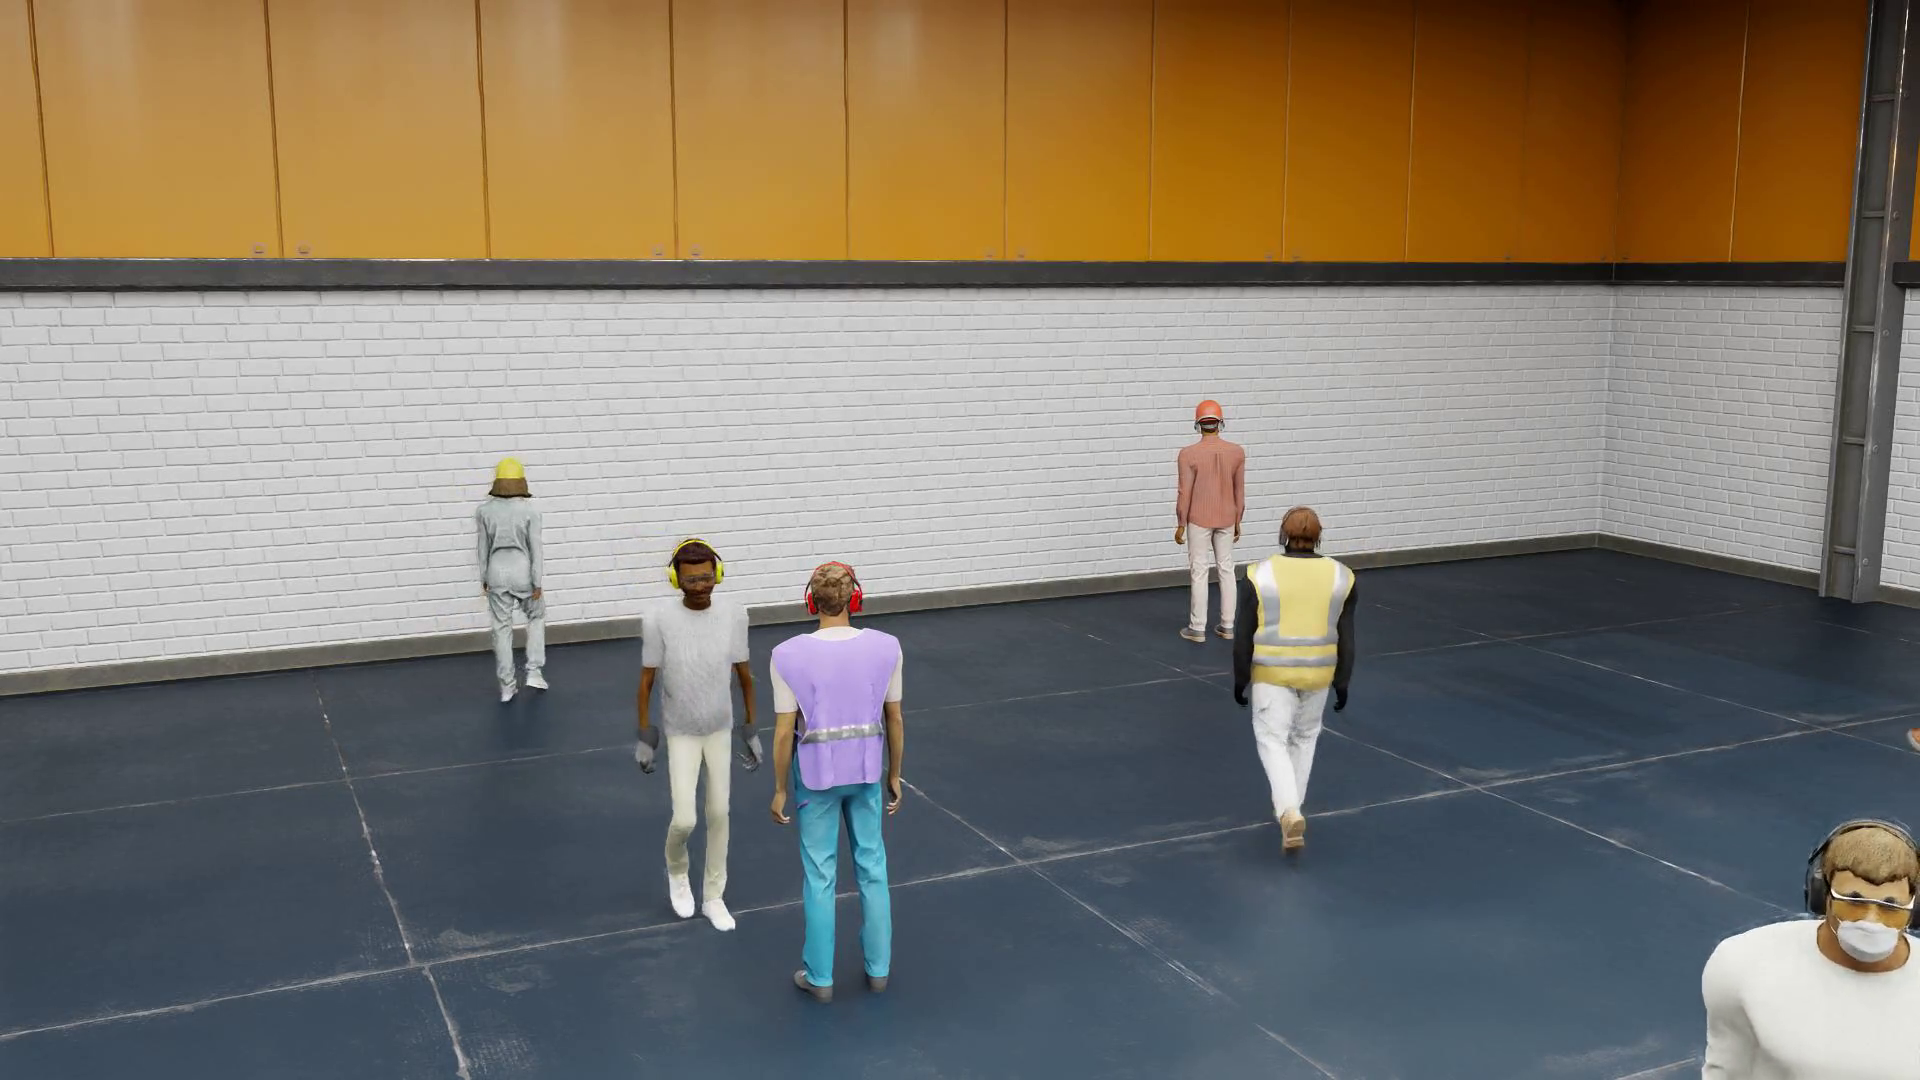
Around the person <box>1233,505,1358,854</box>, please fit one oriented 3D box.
[{"bbox_3d":[1.769,0.724,8.776,0.631,1.814,0.817,-1,9,-3],"label":"person"}]

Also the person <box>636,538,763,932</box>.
[{"bbox_3d":[-1.189,0.894,7.629,0.554,1.843,0.409,-5,11,-29],"label":"person"}]

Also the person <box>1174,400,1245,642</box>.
[{"bbox_3d":[2.047,-0.157,13.695,0.612,1.991,0.392,-3,10,-18],"label":"person"}]

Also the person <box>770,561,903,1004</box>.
[{"bbox_3d":[-0.502,1.010,6.918,0.567,1.840,0.375,-3,10,-20],"label":"person"}]

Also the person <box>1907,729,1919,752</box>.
[{"bbox_3d":[6.003,0.530,9.743,0.658,1.885,1.000,-3,10,-18],"label":"person"}]

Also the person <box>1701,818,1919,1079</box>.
[{"bbox_3d":[1.980,1.502,3.734,0.635,1.902,0.986,5,10,26],"label":"person"}]

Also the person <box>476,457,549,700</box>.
[{"bbox_3d":[-3.189,0.272,11.869,0.491,1.729,0.480,0,9,-1],"label":"person"}]
